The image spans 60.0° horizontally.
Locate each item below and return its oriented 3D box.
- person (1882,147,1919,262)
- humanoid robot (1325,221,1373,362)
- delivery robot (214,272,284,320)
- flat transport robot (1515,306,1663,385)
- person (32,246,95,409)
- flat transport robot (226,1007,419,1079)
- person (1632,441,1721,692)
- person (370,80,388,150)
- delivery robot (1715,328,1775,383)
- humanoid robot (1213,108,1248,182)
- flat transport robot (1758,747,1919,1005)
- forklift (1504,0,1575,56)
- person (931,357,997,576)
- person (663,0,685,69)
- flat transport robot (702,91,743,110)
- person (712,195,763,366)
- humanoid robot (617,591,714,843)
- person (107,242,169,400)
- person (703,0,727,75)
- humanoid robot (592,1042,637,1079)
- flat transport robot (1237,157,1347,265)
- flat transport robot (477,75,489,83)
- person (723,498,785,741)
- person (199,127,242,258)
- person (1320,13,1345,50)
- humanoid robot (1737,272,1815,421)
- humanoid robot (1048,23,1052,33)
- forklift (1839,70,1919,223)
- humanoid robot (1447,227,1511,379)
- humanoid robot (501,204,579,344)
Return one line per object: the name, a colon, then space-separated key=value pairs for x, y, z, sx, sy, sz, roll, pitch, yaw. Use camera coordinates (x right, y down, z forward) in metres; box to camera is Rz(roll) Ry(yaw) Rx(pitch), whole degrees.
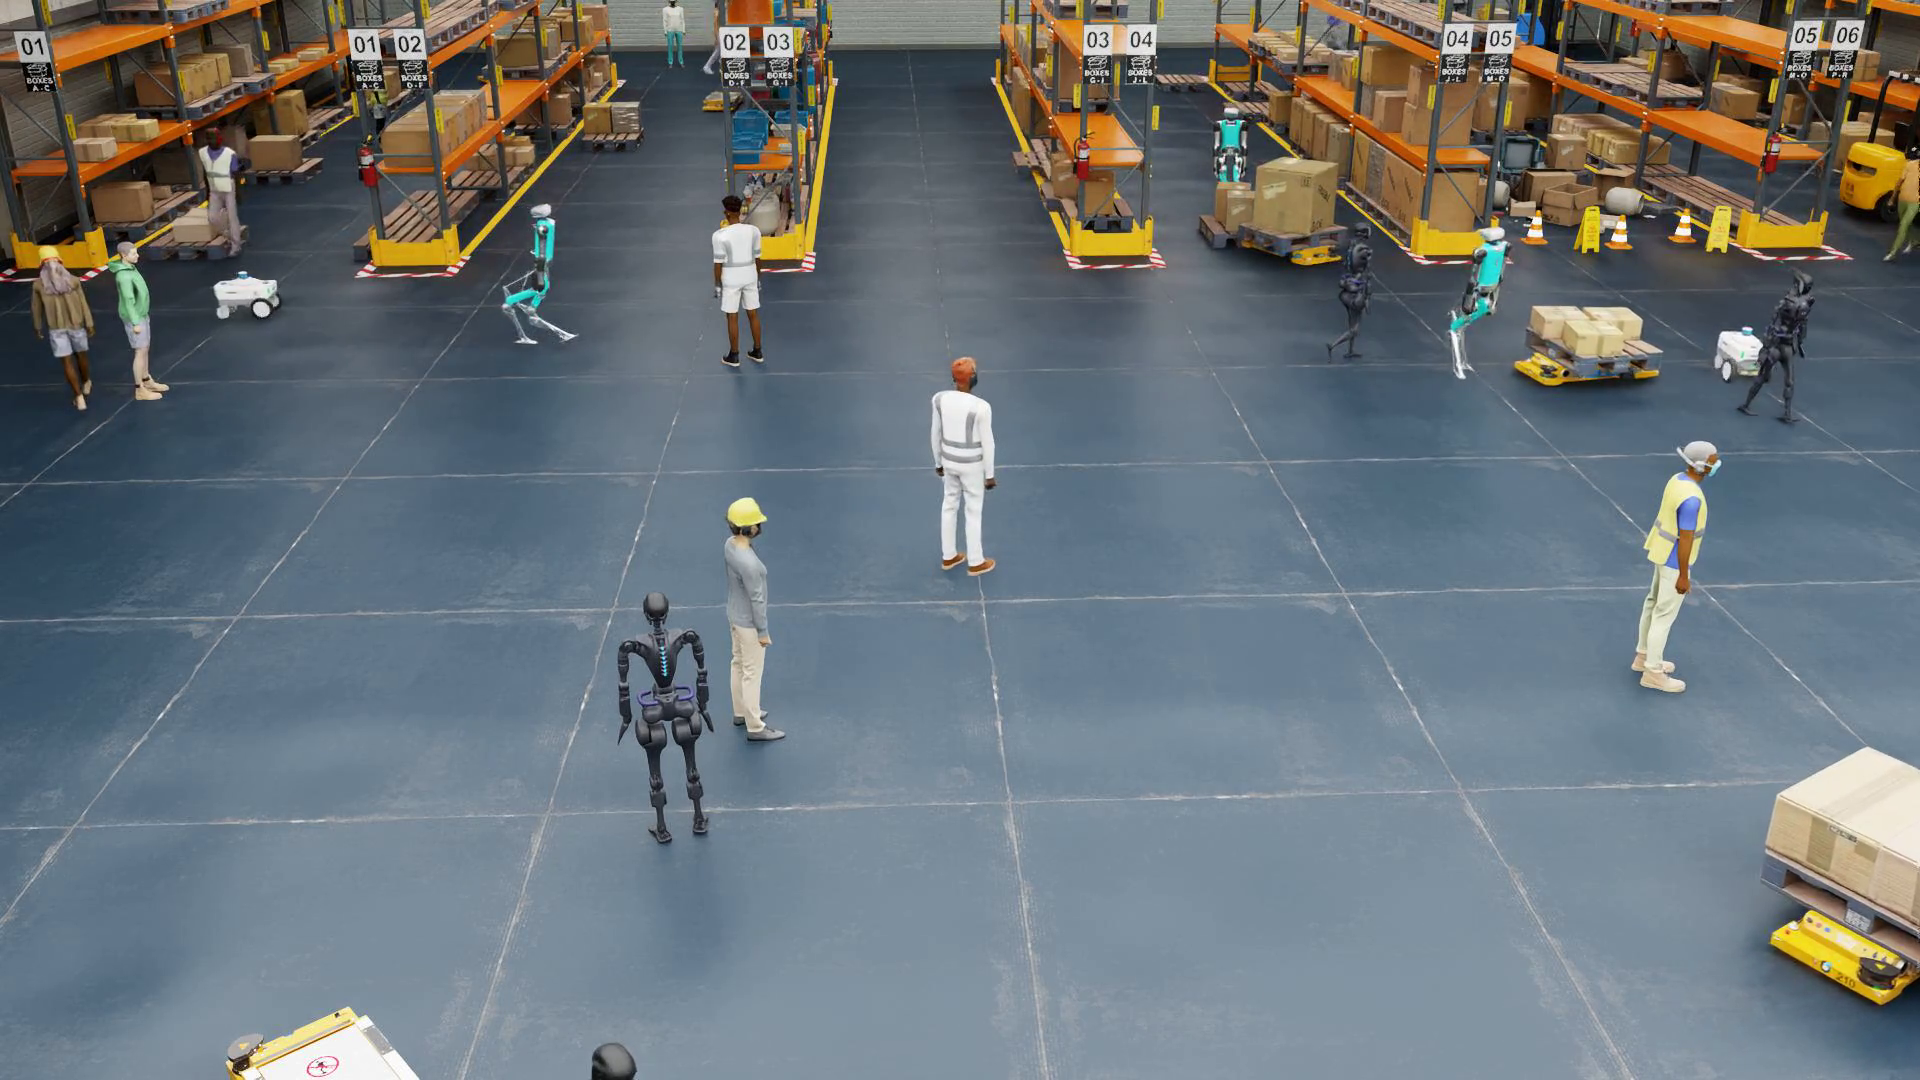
person: x=13.496 y=-4.812 z=23.543 sx=0.862 sy=1.675 sz=0.450 roll=-13 pitch=27 yaw=-27
humanoid robot: x=4.487 y=-2.878 z=19.220 sx=0.614 sy=1.642 sz=0.591 roll=-9 pitch=25 yaw=-18
delivery robot: x=-9.037 y=-3.105 z=21.088 sx=0.788 sy=0.587 sz=0.499 roll=-2 pitch=24 yaw=-4
flat transport robot: x=7.144 y=-1.986 z=18.935 sx=1.431 sy=0.231 sz=0.659 roll=-5 pitch=25 yaw=-12
person: x=-9.657 y=-2.322 z=17.901 sx=0.550 sy=1.718 sz=0.809 roll=-15 pitch=28 yaw=-31
flat transport robot: x=-3.037 y=2.794 z=8.195 sx=0.659 sy=0.231 sz=1.431 roll=-20 pitch=31 yaw=-37
person: x=5.188 y=0.170 z=12.098 sx=0.405 sy=1.893 sz=0.528 roll=5 pitch=24 yaw=11
person: x=-10.832 y=-8.170 z=31.070 sx=0.322 sy=1.697 sz=0.531 roll=-3 pitch=24 yaw=-6
delivery robot: x=8.876 y=-2.107 z=18.846 sx=0.499 sy=0.587 sz=0.782 roll=1 pitch=24 yaw=2
humanoid robot: x=4.115 y=-5.673 z=25.419 sx=0.553 sy=1.732 sz=1.015 roll=3 pitch=24 yaw=7
flat transport robot: x=5.386 y=2.178 z=9.578 sx=1.431 sy=0.231 sz=0.659 roll=-15 pitch=28 yaw=-31
forklift: x=14.700 y=-13.805 z=42.301 sx=1.873 sy=2.768 sz=1.129 roll=-1 pitch=24 yaw=-2
person: x=0.036 y=-0.614 z=13.865 sx=0.583 sy=1.883 sz=0.340 roll=16 pitch=28 yaw=31
person: x=-6.941 y=-12.375 z=40.437 sx=0.532 sy=1.768 sz=0.309 roll=-9 pitch=26 yaw=-19
flat transport robot: x=-5.061 y=-9.364 z=35.512 sx=0.659 sy=0.231 sz=1.431 roll=1 pitch=24 yaw=1
person: x=-2.547 y=-2.979 z=19.099 sx=0.601 sy=1.957 sz=0.382 roll=-15 pitch=28 yaw=-30
humanoid robot: x=-1.826 y=1.084 z=10.288 sx=0.599 sy=1.657 sz=0.315 roll=-8 pitch=25 yaw=-17
person: x=-8.926 y=-2.378 z=18.023 sx=0.316 sy=1.733 sz=0.476 roll=-6 pitch=25 yaw=-14
person: x=-5.690 y=-11.930 z=39.369 sx=0.933 sy=1.822 sz=0.502 roll=3 pitch=24 yaw=6
humanoid robot: x=-1.352 y=2.711 z=6.692 sx=0.602 sy=1.625 sz=0.756 roll=-22 pitch=32 yaw=-40
flat transport robot: x=4.757 y=-4.219 z=23.952 sx=0.659 sy=0.231 sz=1.431 roll=-14 pitch=27 yaw=-28
flat transport robot: x=-10.495 y=-10.877 z=38.912 sx=1.431 sy=0.231 sz=0.659 roll=-14 pitch=27 yaw=-28
person: x=-1.439 y=0.540 z=11.417 sx=0.305 sy=1.770 sz=0.524 roll=-11 pitch=26 yaw=-24
person: x=-10.478 y=-4.936 z=23.633 sx=0.590 sy=1.833 sz=0.465 roll=4 pitch=24 yaw=10
person: x=9.353 y=-12.902 z=41.627 sx=0.890 sy=1.766 sz=0.599 roll=-4 pitch=24 yaw=-8
humanoid robot: x=8.597 y=-2.036 z=17.358 sx=0.616 sy=1.611 sz=0.685 roll=-11 pitch=26 yaw=-22
humanoid robot: x=2.523 y=-12.806 z=41.562 sx=0.849 sy=1.871 sz=0.547 roll=16 pitch=28 yaw=31
forklift: x=15.132 y=-6.143 z=25.915 sx=2.313 sy=2.155 sz=1.214 roll=-1 pitch=24 yaw=-2
humanoid robot: x=5.703 y=-2.687 z=18.707 sx=0.603 sy=1.781 sz=0.797 roll=-16 pitch=28 yaw=-31
humanoid robot: x=-5.045 y=-3.055 z=19.529 sx=0.993 sy=1.730 sz=0.539 roll=-2 pitch=24 yaw=-5
